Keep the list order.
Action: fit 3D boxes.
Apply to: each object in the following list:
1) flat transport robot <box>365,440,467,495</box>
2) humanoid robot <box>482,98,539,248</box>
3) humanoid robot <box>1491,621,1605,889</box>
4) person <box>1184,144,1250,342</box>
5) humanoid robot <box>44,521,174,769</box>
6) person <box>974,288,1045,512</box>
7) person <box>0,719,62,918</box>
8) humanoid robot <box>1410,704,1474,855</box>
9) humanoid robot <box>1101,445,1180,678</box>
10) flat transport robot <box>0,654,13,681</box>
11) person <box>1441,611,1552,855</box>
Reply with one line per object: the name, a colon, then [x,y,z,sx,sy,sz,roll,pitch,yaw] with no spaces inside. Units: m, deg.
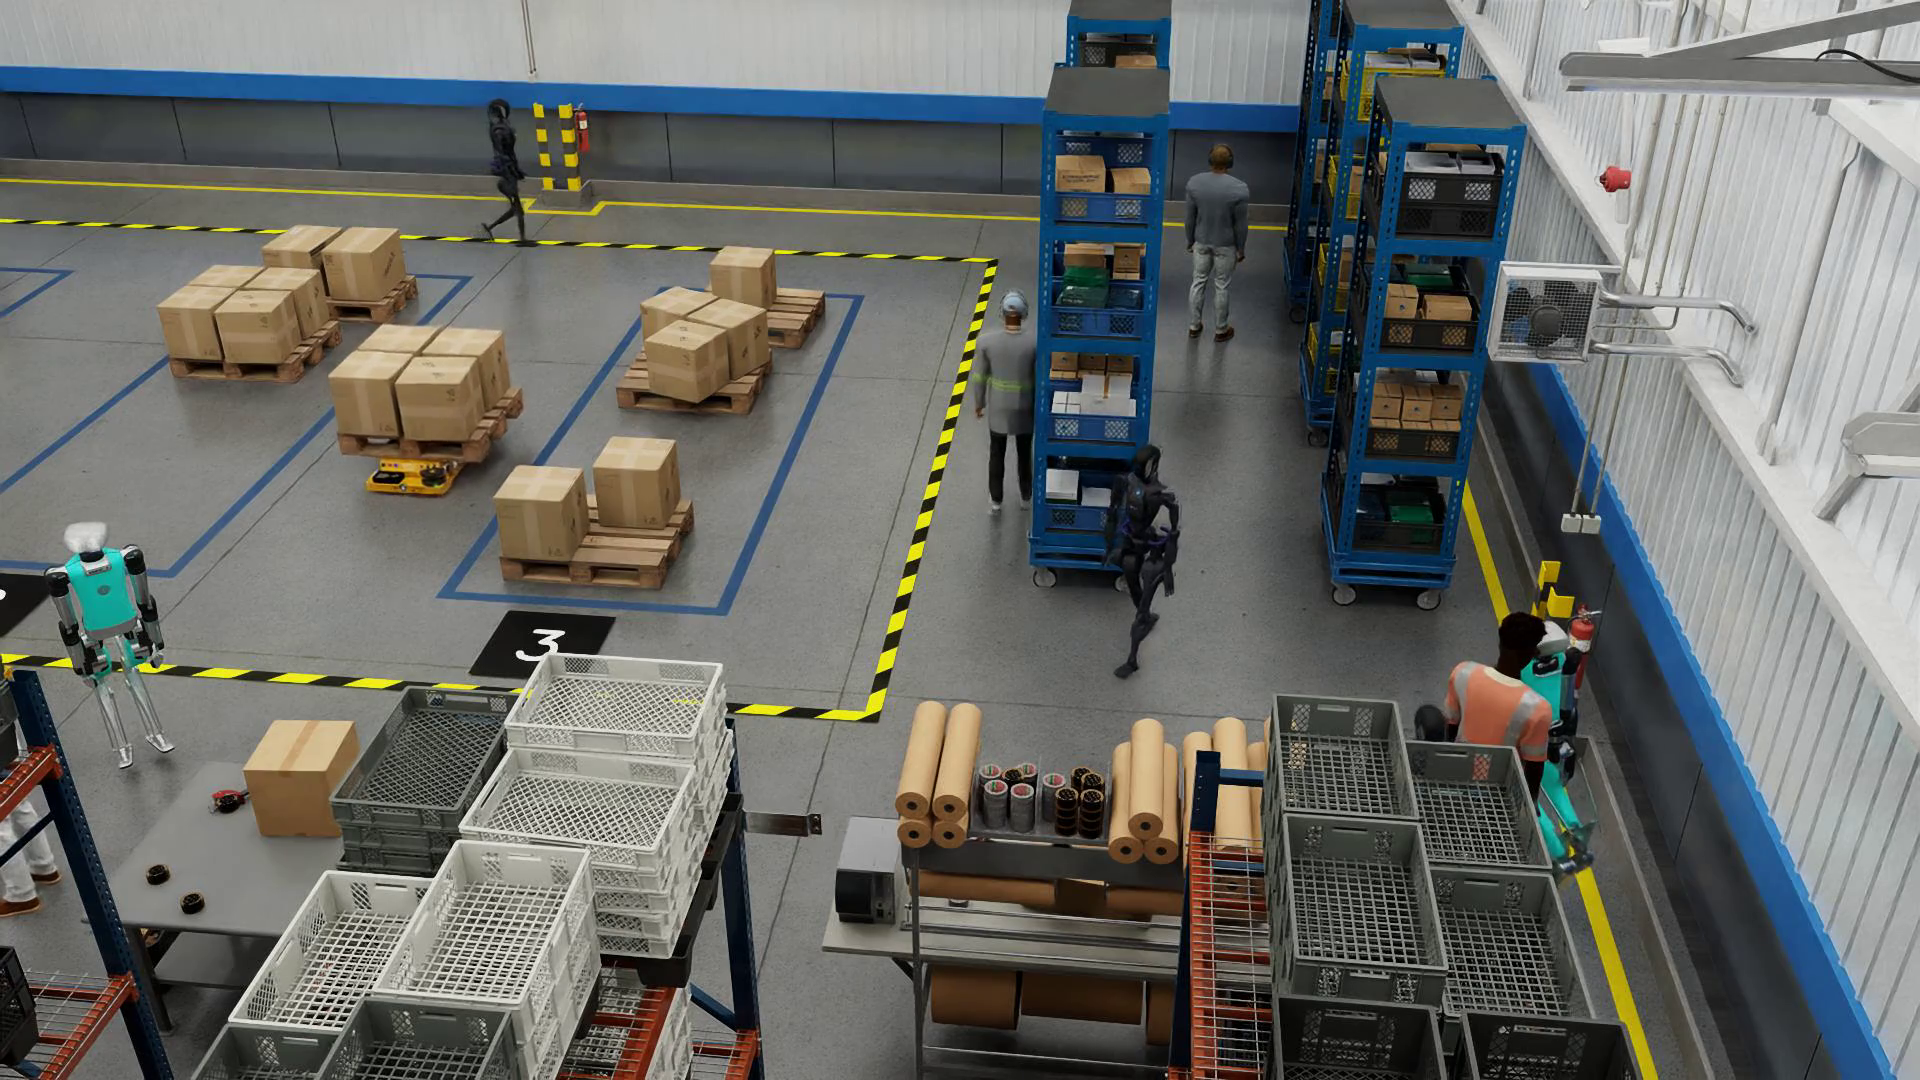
flat transport robot: [-4.425,-0.814,14.045,0.652,0.197,1.431,3,30,6]
humanoid robot: [-5.005,-4.000,18.155,0.600,1.632,0.607,-2,30,-4]
humanoid robot: [3.181,1.341,8.903,0.556,1.750,0.838,-11,32,-19]
person: [2.440,-2.834,15.881,0.630,1.940,0.370,14,33,23]
humanoid robot: [-5.168,0.572,10.102,0.533,1.673,0.735,-21,36,-32]
person: [0.412,-1.098,12.985,0.596,1.850,0.395,3,30,5]
person: [-5.284,1.203,9.010,0.362,1.878,0.583,-2,30,-4]
humanoid robot: [2.412,1.547,8.628,0.617,1.634,0.649,-4,30,-7]
humanoid robot: [1.232,0.078,11.187,0.584,1.626,0.801,20,36,31]
flat transport robot: [-7.142,0.969,11.010,1.431,0.231,0.659,3,30,6]
person: [2.827,1.245,8.856,0.381,1.958,0.600,-23,37,-34]
